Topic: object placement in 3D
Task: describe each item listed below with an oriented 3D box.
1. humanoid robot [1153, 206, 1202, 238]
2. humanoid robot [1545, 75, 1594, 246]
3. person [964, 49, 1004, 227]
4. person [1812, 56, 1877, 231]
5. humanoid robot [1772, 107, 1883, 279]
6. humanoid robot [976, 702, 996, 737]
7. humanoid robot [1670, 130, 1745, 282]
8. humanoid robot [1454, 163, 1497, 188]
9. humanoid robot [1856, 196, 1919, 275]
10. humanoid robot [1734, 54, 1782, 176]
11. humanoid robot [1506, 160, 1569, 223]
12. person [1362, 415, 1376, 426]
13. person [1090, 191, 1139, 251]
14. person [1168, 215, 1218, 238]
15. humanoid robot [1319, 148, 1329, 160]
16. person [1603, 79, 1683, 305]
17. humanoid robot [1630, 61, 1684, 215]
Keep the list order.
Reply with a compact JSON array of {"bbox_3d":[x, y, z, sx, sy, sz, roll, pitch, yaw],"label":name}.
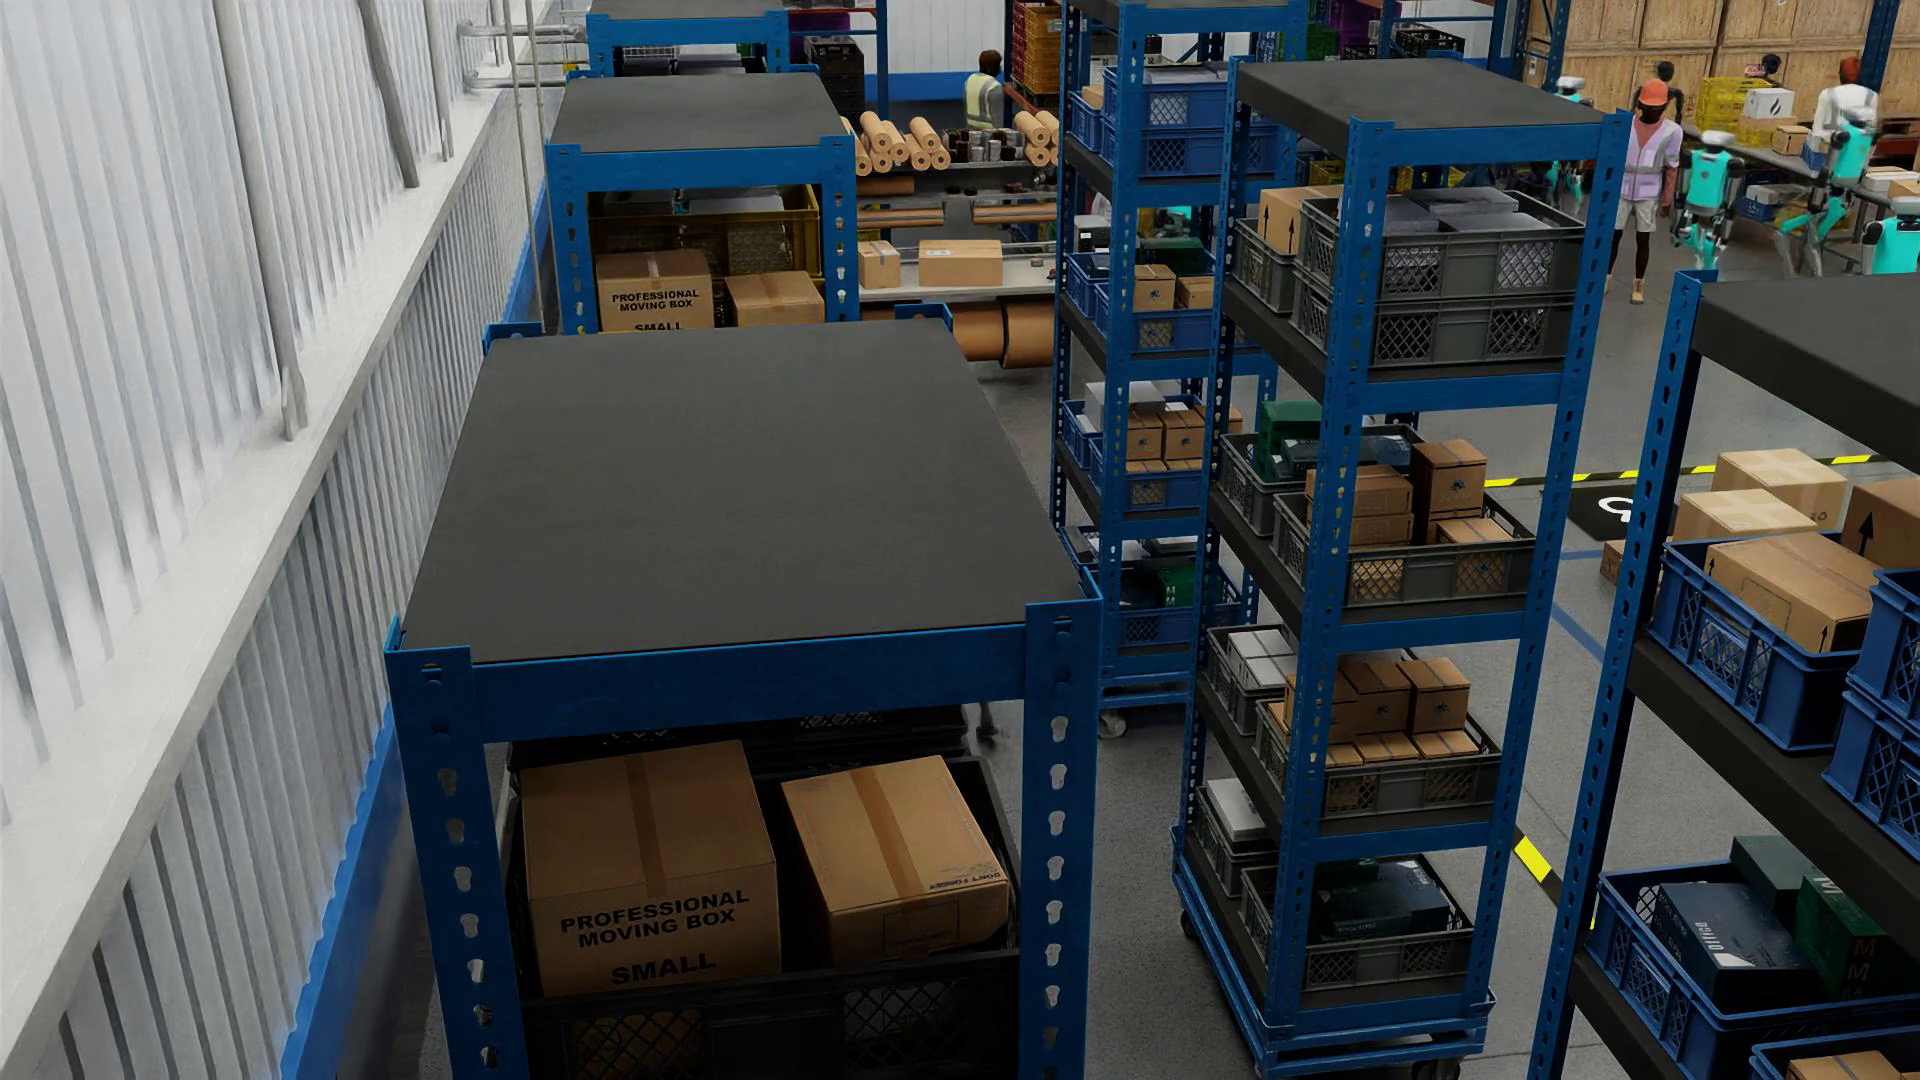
[{"bbox_3d":[1.669,-2.272,13.530,0.549,1.823,0.783,21,32,37],"label":"humanoid robot"},{"bbox_3d":[6.124,-3.816,16.749,0.695,1.734,0.536,-22,33,-39],"label":"humanoid robot"},{"bbox_3d":[0.297,-4.272,17.705,0.430,1.840,0.625,-14,28,-28],"label":"person"},{"bbox_3d":[9.108,-4.034,17.178,0.606,1.848,0.792,1,25,2],"label":"person"},{"bbox_3d":[7.913,-3.137,15.381,0.532,1.783,0.842,-10,27,-21],"label":"humanoid robot"},{"bbox_3d":[0.007,0.251,8.083,0.609,1.636,0.409,-5,25,-10],"label":"humanoid robot"},{"bbox_3d":[6.477,-2.687,14.374,0.934,1.738,0.545,-22,33,-39],"label":"humanoid robot"},{"bbox_3d":[5.134,-3.691,16.628,0.608,1.646,0.363,-20,31,-36],"label":"humanoid robot"},{"bbox_3d":[6.647,-1.546,11.748,0.533,1.672,0.735,0,25,1],"label":"humanoid robot"},{"bbox_3d":[8.948,-4.641,18.746,0.753,1.623,0.612,-9,26,-19],"label":"humanoid robot"},{"bbox_3d":[5.394,-3.224,15.667,0.607,1.616,0.770,-3,25,-5],"label":"humanoid robot"},{"bbox_3d":[1.798,0.189,7.993,0.589,1.852,0.396,1,25,2],"label":"person"},{"bbox_3d":[1.275,-2.500,13.855,0.404,1.837,0.590,2,25,5],"label":"person"},{"bbox_3d":[2.024,-2.681,14.164,0.911,1.902,0.606,4,25,9],"label":"person"},{"bbox_3d":[4.330,-4.700,18.786,0.961,1.778,0.578,0,25,0],"label":"humanoid robot"},{"bbox_3d":[6.107,-3.126,15.002,0.619,2.030,0.444,15,29,29],"label":"person"},{"bbox_3d":[7.589,-4.423,18.266,0.593,1.626,0.696,20,31,37],"label":"humanoid robot"}]
